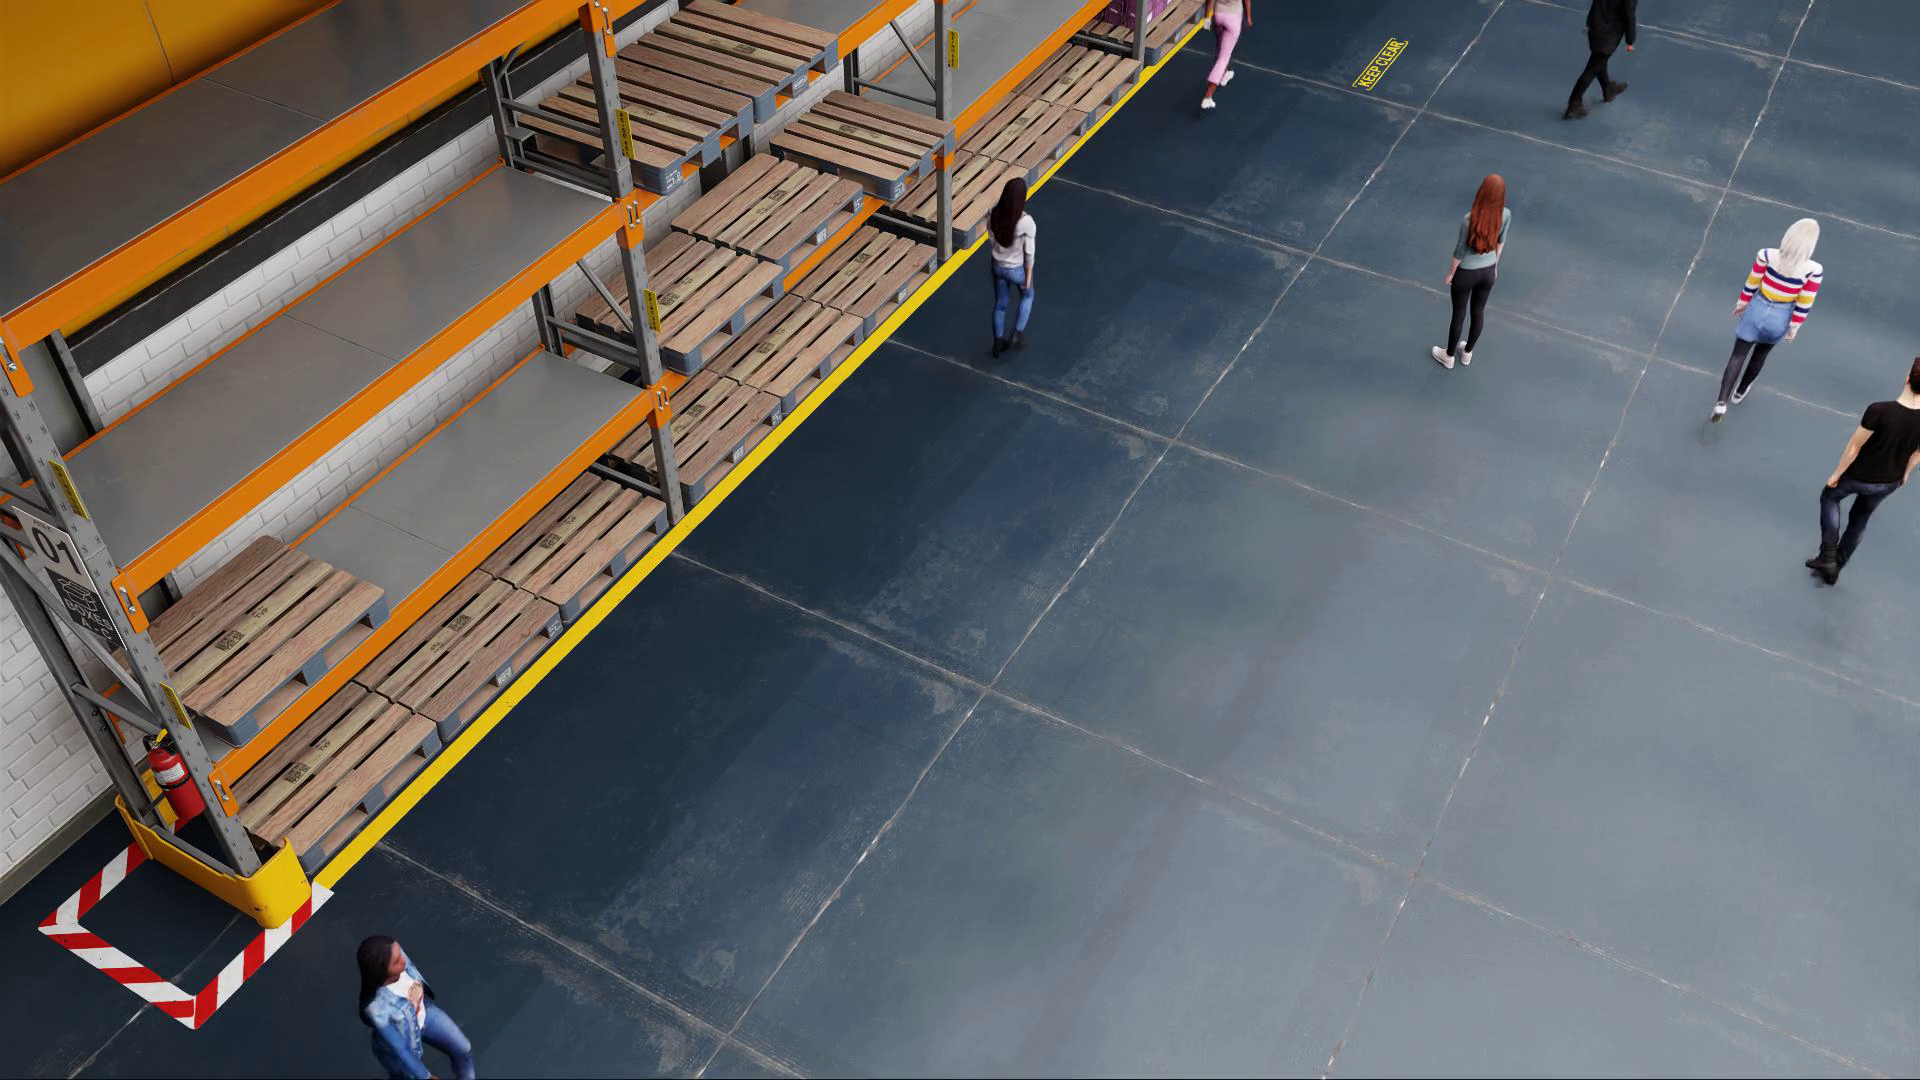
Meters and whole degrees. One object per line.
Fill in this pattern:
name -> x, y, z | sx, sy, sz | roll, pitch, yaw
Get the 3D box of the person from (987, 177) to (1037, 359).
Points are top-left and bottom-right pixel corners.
person -> 0.366, -2.136, 13.377 | 0.615, 1.619, 0.583 | 19, 47, 19

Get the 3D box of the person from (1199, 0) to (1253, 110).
person -> 2.604, -5.078, 16.409 | 0.669, 1.695, 1.154 | 27, 50, 25

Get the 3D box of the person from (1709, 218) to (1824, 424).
person -> 6.152, -1.660, 12.755 | 0.692, 1.787, 1.035 | 26, 49, 25

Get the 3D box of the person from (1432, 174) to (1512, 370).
person -> 4.103, -2.129, 13.280 | 0.671, 1.742, 0.716 | -6, 44, -7

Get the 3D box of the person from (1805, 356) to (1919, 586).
person -> 6.238, -0.390, 11.352 | 0.798, 1.884, 0.798 | 6, 44, 6

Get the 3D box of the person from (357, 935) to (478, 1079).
person -> -2.882, 2.537, 8.417 | 0.882, 1.693, 0.878 | 3, 44, 4

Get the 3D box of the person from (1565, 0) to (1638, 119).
person -> 6.230, -4.922, 16.212 | 1.117, 1.742, 1.023 | -14, 45, -14
